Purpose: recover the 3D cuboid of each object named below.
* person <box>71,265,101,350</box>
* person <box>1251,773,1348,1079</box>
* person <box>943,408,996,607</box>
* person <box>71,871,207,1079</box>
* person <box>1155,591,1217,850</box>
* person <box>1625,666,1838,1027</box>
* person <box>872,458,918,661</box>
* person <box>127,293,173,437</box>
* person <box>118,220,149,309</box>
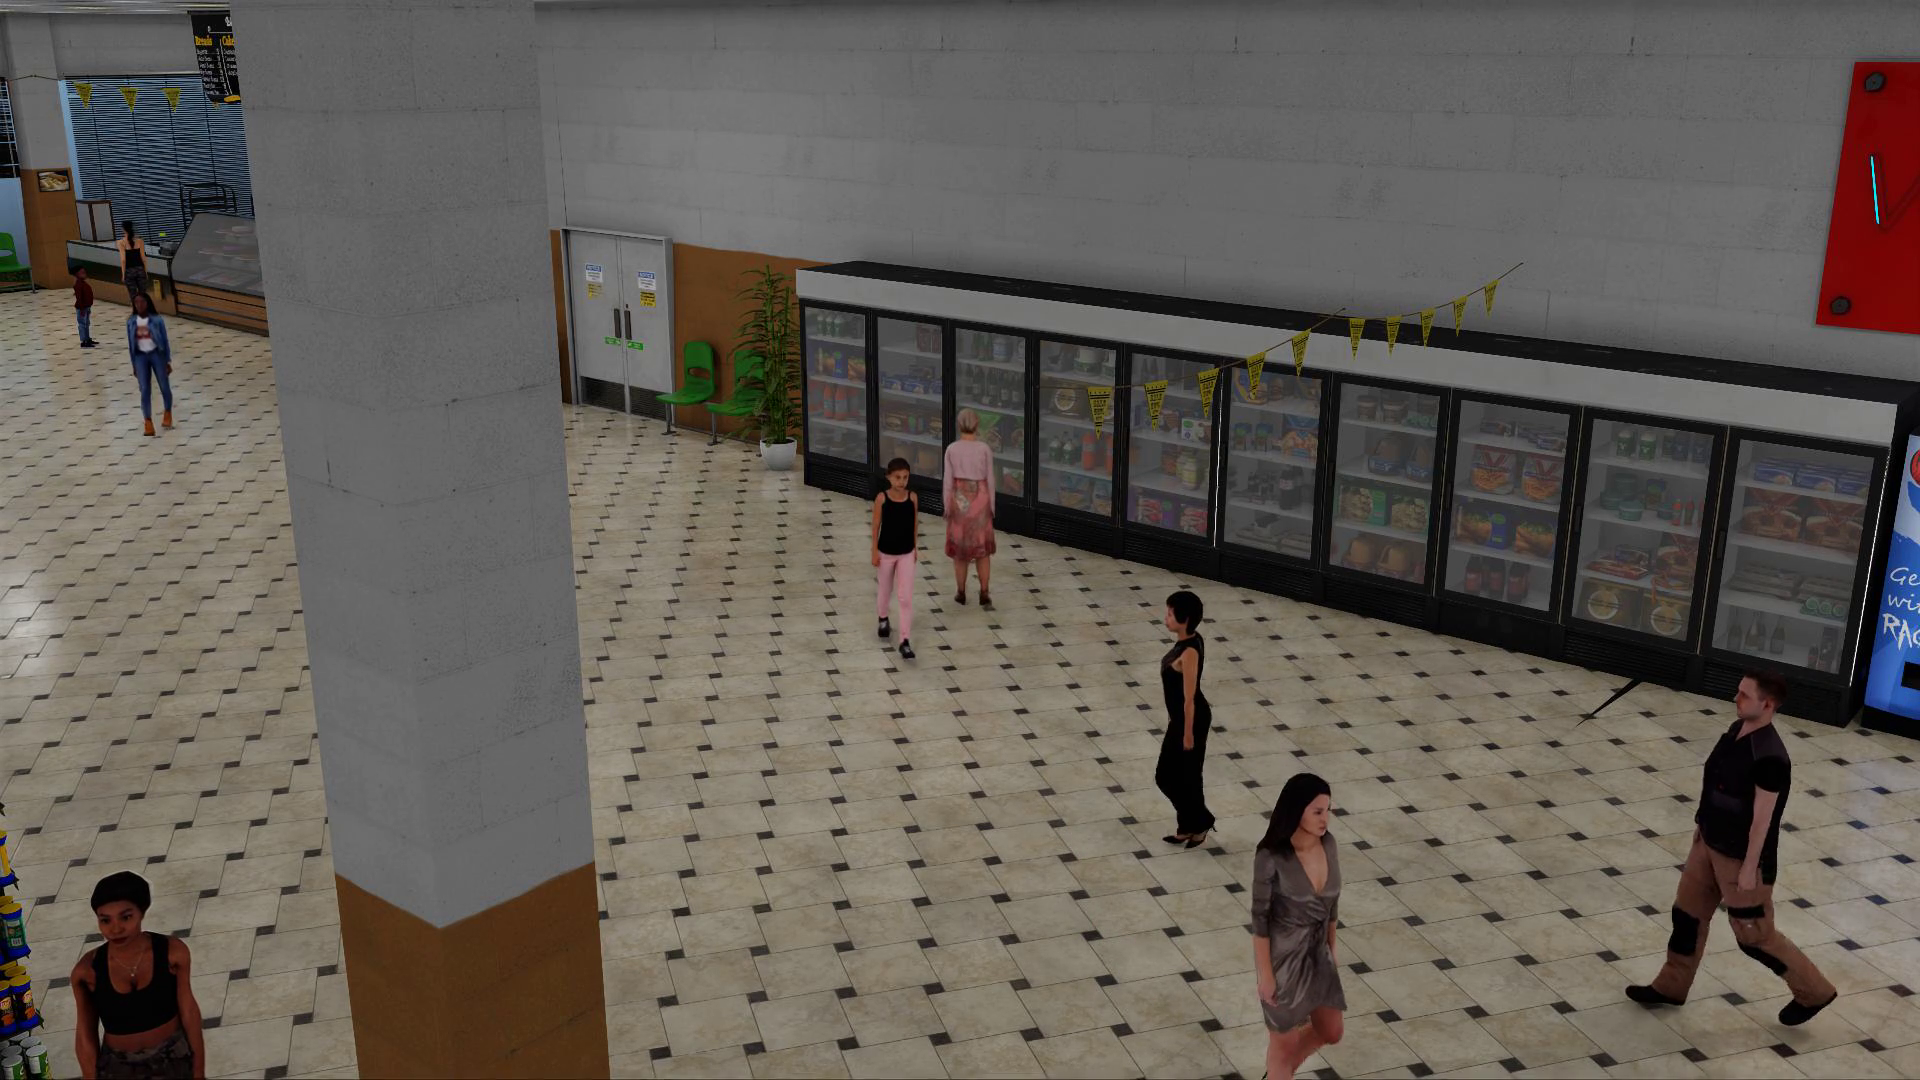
[{"bbox_3d":[-13.443,-3.573,25.473,0.629,1.253,0.578,-3,17,-10],"label":"person"},{"bbox_3d":[1.378,1.772,7.034,0.740,1.739,0.804,-8,19,-26],"label":"person"},{"bbox_3d":[0.078,-0.269,13.832,0.678,1.693,0.727,0,17,-1],"label":"person"},{"bbox_3d":[-3.059,2.023,6.274,0.596,1.700,0.715,-8,18,-23],"label":"person"},{"bbox_3d":[1.393,1.061,9.624,0.757,1.593,0.669,3,17,11],"label":"person"},{"bbox_3d":[3.789,1.478,7.878,1.153,1.811,1.199,2,17,5],"label":"person"},{"bbox_3d":[-0.519,0.113,12.869,1.043,1.523,1.009,-3,17,-11],"label":"person"},{"bbox_3d":[-9.646,-2.099,19.920,1.176,1.659,1.158,-3,17,-11],"label":"person"},{"bbox_3d":[-13.535,-4.368,27.272,0.631,1.728,0.472,15,22,40],"label":"person"}]
